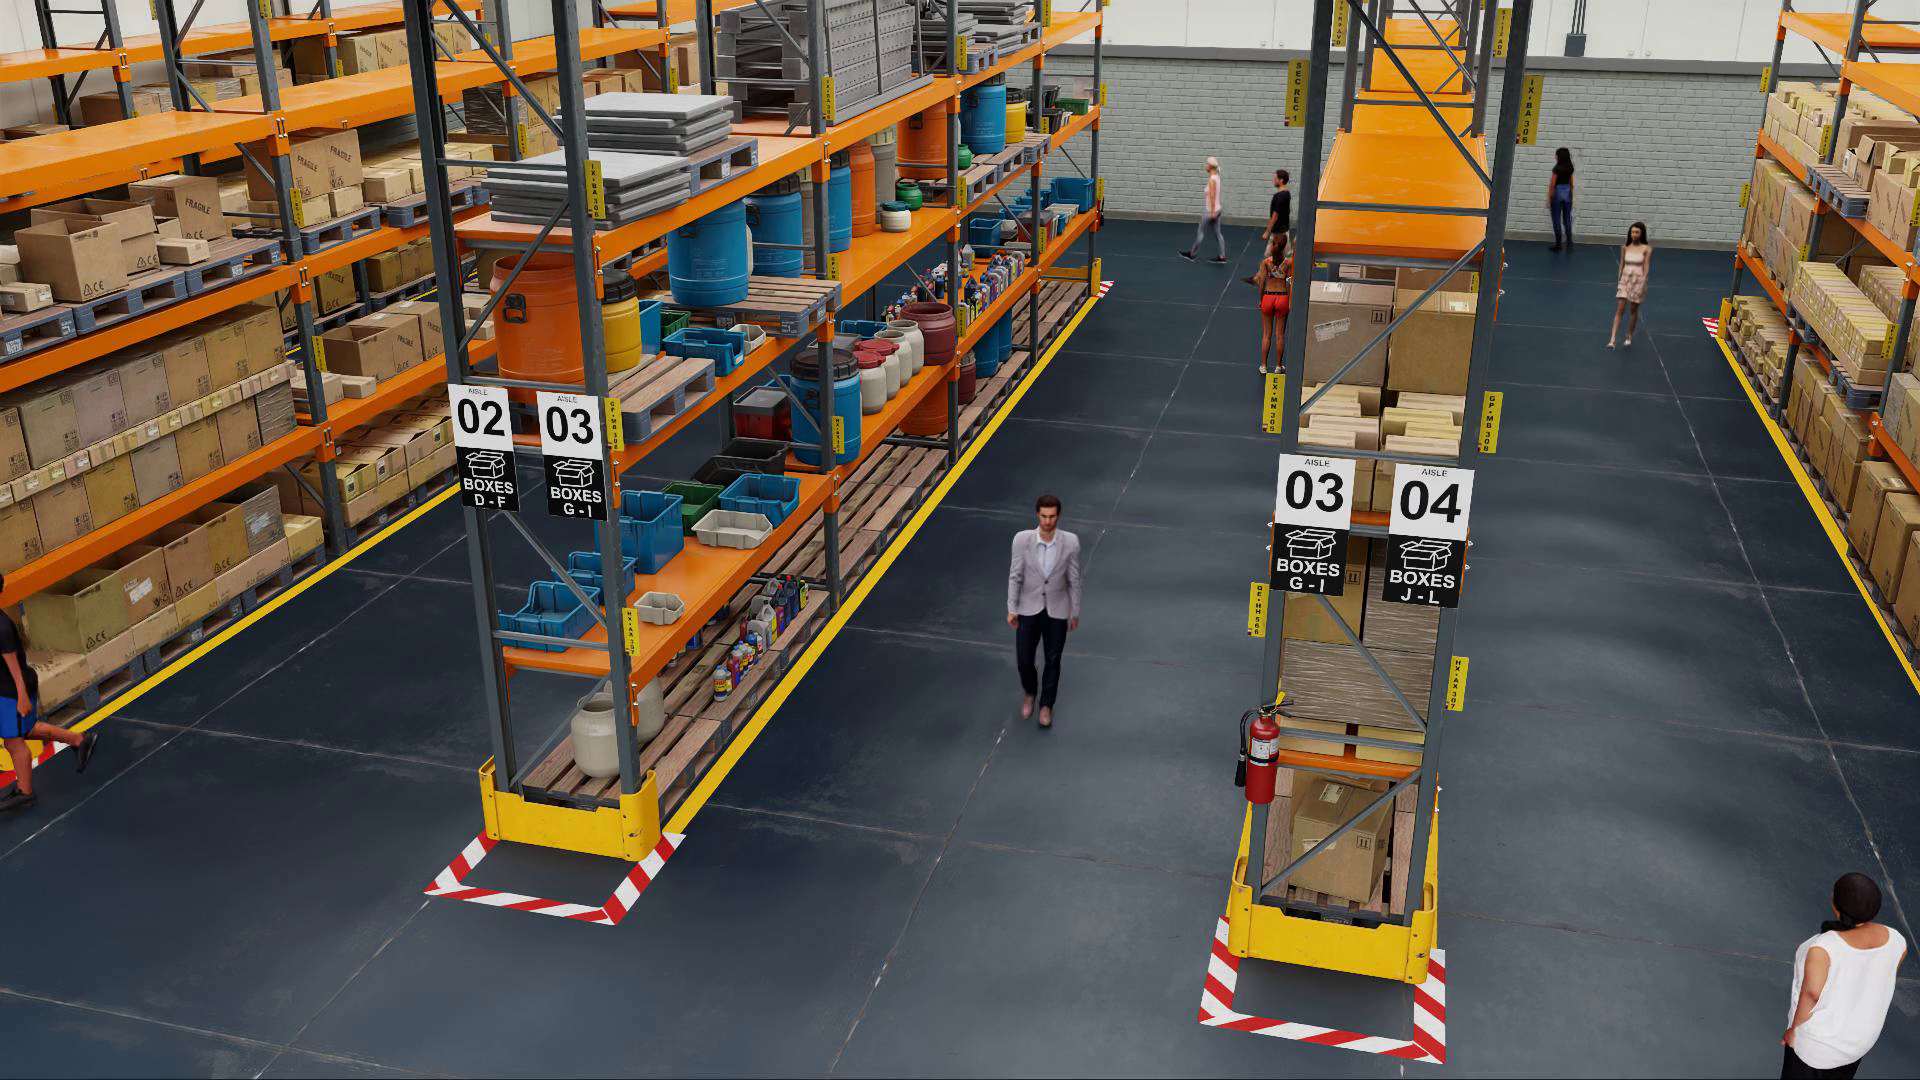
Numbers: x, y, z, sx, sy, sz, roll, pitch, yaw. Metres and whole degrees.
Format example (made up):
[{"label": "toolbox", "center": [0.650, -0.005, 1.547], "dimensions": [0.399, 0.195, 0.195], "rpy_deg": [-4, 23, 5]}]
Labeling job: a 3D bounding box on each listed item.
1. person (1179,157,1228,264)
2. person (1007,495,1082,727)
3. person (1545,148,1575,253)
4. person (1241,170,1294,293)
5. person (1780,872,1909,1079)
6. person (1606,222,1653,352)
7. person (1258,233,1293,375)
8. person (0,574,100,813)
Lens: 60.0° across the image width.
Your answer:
[{"label": "person", "center": [4.156, -5.281, 26.806], "dimensions": [0.771, 1.695, 1.000], "rpy_deg": [10, 24, 24]}, {"label": "person", "center": [0.630, 0.489, 12.505], "dimensions": [0.761, 1.842, 0.707], "rpy_deg": [1, 22, 2]}, {"label": "person", "center": [10.034, -5.653, 27.686], "dimensions": [0.813, 1.718, 0.768], "rpy_deg": [-1, 22, -3]}, {"label": "person", "center": [4.898, -4.582, 24.960], "dimensions": [0.740, 1.800, 1.104], "rpy_deg": [5, 23, 12]}, {"label": "person", "center": [4.251, 2.356, 8.144], "dimensions": [0.752, 1.688, 0.761], "rpy_deg": [-5, 23, -11]}, {"label": "person", "center": [8.980, -3.360, 22.113], "dimensions": [0.832, 1.692, 1.099], "rpy_deg": [16, 27, 34]}, {"label": "person", "center": [3.997, -2.995, 21.091], "dimensions": [0.581, 1.790, 0.530], "rpy_deg": [5, 23, 12]}, {"label": "person", "center": [-6.407, 0.981, 11.399], "dimensions": [0.932, 1.768, 1.126], "rpy_deg": [16, 27, 34]}]
